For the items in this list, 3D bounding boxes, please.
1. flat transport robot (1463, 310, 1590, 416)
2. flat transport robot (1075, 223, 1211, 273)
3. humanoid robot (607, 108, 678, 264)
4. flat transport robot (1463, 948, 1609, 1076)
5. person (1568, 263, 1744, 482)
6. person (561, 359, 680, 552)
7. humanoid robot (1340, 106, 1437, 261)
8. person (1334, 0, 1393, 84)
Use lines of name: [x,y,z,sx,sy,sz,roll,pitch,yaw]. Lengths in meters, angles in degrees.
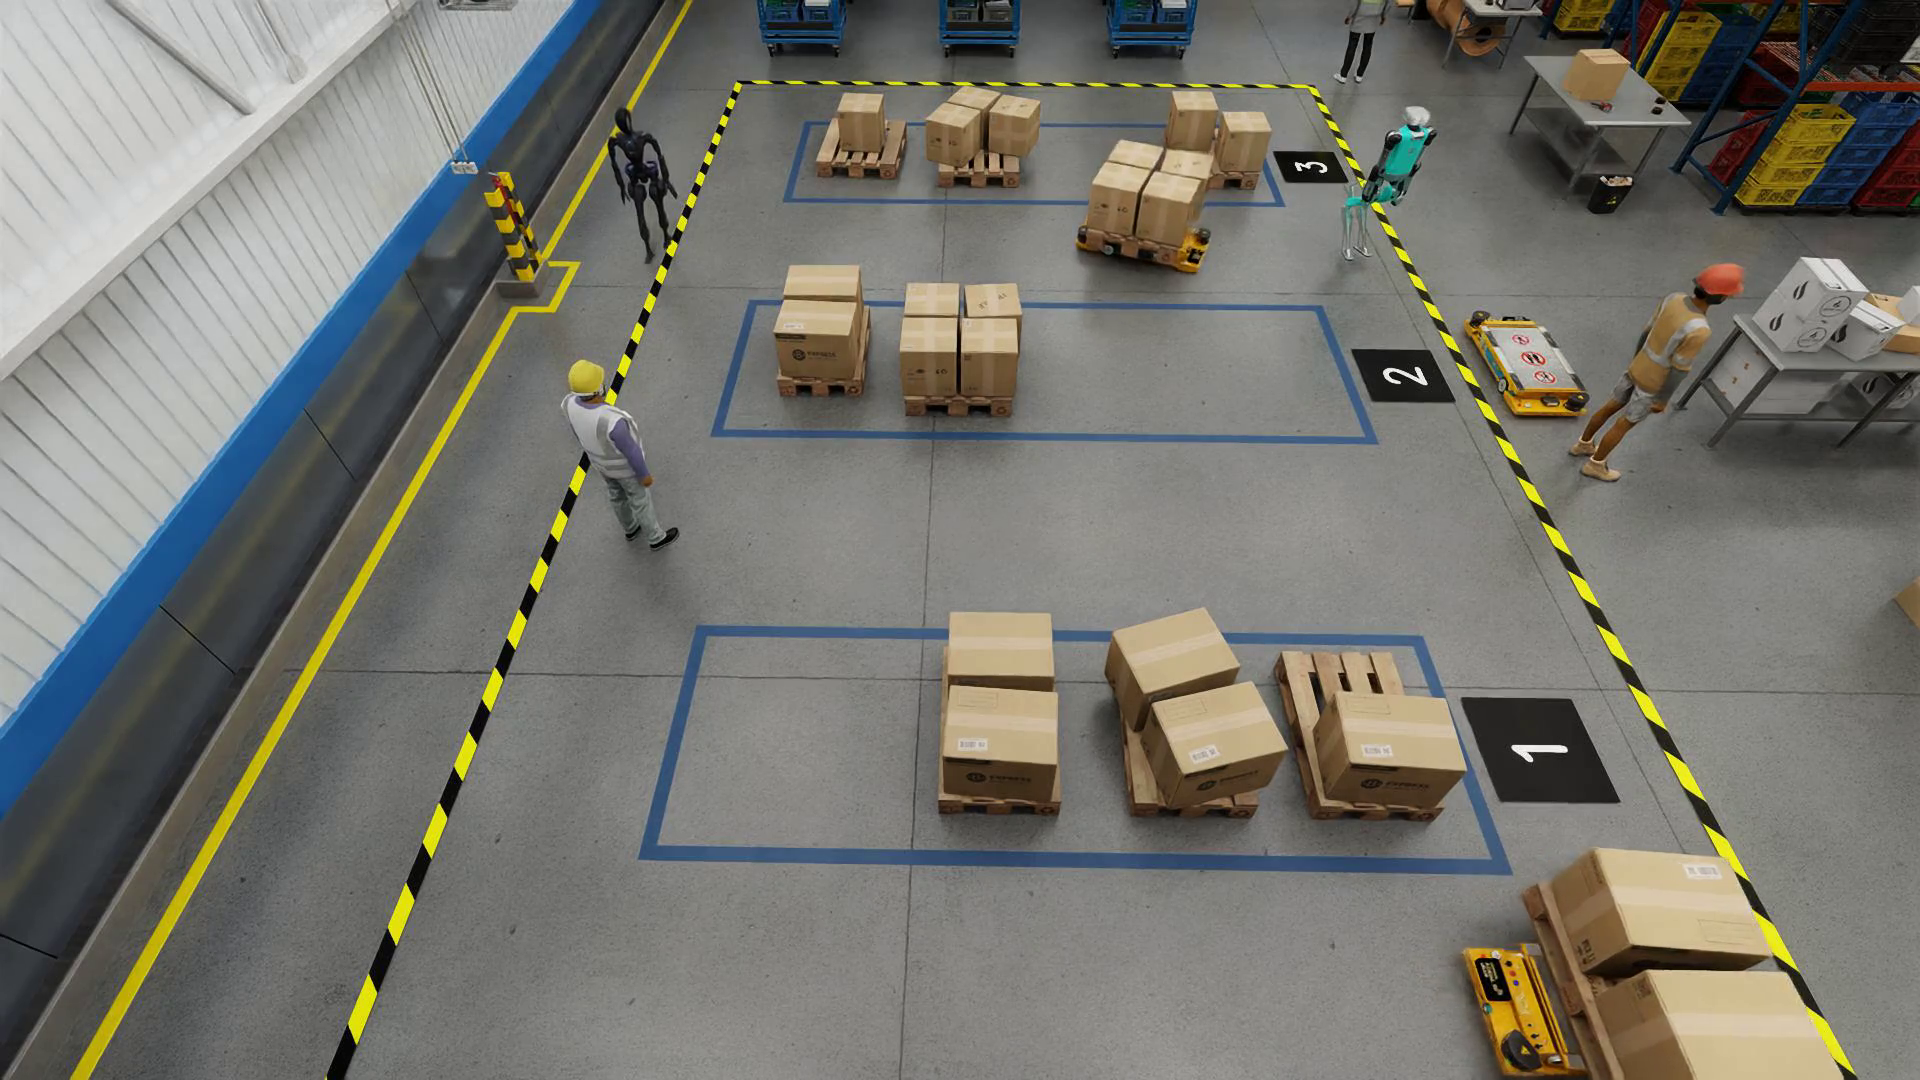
flat transport robot: [5.573,-1.757,9.054,0.659,0.231,1.431,1,49,1]
flat transport robot: [2.106,-3.465,10.514,1.431,0.197,0.652,18,51,15]
humanoid robot: [-3.408,-3.832,9.932,0.612,1.636,0.661,-7,50,-6]
flat transport robot: [3.722,2.667,5.207,1.431,0.197,0.652,1,49,1]
person: [5.695,-1.353,7.529,0.366,2.048,0.606,3,49,3]
person: [-2.612,-0.623,7.035,0.597,1.835,0.404,23,53,19]
humanoid robot: [4.466,-3.853,9.811,0.533,1.672,0.735,-11,50,-9]
person: [5.750,-7.450,12.934,0.593,1.851,0.398,-1,49,-1]
